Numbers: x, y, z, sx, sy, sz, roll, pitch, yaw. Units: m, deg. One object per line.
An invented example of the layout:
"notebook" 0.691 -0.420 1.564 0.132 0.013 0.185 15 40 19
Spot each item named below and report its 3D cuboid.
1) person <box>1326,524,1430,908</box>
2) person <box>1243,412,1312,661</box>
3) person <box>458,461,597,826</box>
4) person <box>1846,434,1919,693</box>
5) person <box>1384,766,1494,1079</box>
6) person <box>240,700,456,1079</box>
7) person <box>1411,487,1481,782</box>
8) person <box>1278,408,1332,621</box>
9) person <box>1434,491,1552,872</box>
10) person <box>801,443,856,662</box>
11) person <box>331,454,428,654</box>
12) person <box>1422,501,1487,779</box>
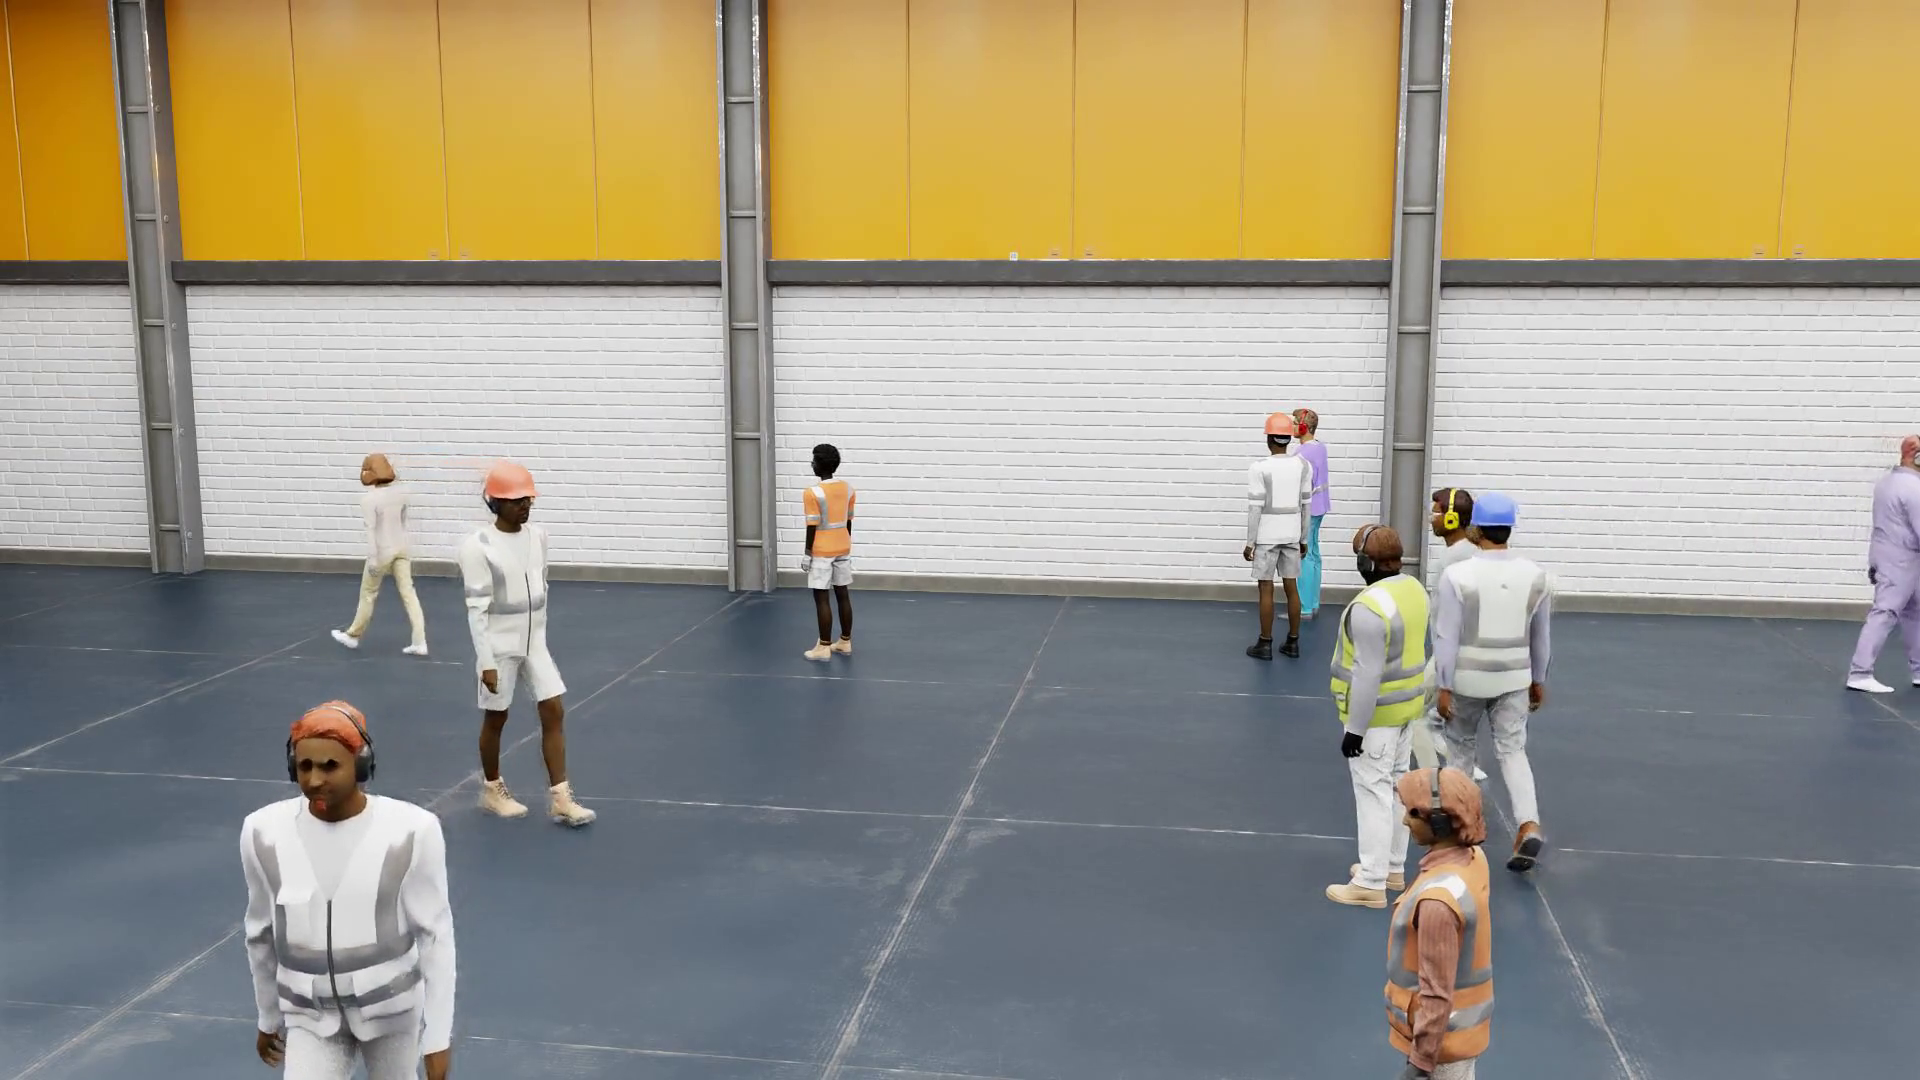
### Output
"person" 1.988 0.836 7.971 0.430 1.840 0.622 7 12 37
"person" 2.464 -0.029 12.992 0.552 1.935 0.367 -3 10 -18
"person" -2.337 0.584 8.981 0.907 2.005 0.628 6 11 34
"person" 6.842 0.191 11.864 0.905 1.870 0.659 2 9 14
"person" 1.384 1.445 4.822 0.308 1.639 0.511 4 10 23
"person" -1.717 1.374 4.637 0.610 1.835 0.955 -1 9 -4
"person" 2.644 0.631 9.169 0.546 1.852 0.570 7 11 36
"person" 3.006 -0.215 14.420 0.390 1.847 0.562 5 10 28
"person" 2.742 0.710 8.502 0.624 1.918 0.888 -1 9 -5
"person" -1.033 0.094 12.972 0.315 1.696 0.541 7 12 38
"person" -4.597 0.117 13.162 0.874 1.588 0.508 4 10 25
"person" 3.032 0.565 9.999 0.564 1.714 0.506 9 13 44
